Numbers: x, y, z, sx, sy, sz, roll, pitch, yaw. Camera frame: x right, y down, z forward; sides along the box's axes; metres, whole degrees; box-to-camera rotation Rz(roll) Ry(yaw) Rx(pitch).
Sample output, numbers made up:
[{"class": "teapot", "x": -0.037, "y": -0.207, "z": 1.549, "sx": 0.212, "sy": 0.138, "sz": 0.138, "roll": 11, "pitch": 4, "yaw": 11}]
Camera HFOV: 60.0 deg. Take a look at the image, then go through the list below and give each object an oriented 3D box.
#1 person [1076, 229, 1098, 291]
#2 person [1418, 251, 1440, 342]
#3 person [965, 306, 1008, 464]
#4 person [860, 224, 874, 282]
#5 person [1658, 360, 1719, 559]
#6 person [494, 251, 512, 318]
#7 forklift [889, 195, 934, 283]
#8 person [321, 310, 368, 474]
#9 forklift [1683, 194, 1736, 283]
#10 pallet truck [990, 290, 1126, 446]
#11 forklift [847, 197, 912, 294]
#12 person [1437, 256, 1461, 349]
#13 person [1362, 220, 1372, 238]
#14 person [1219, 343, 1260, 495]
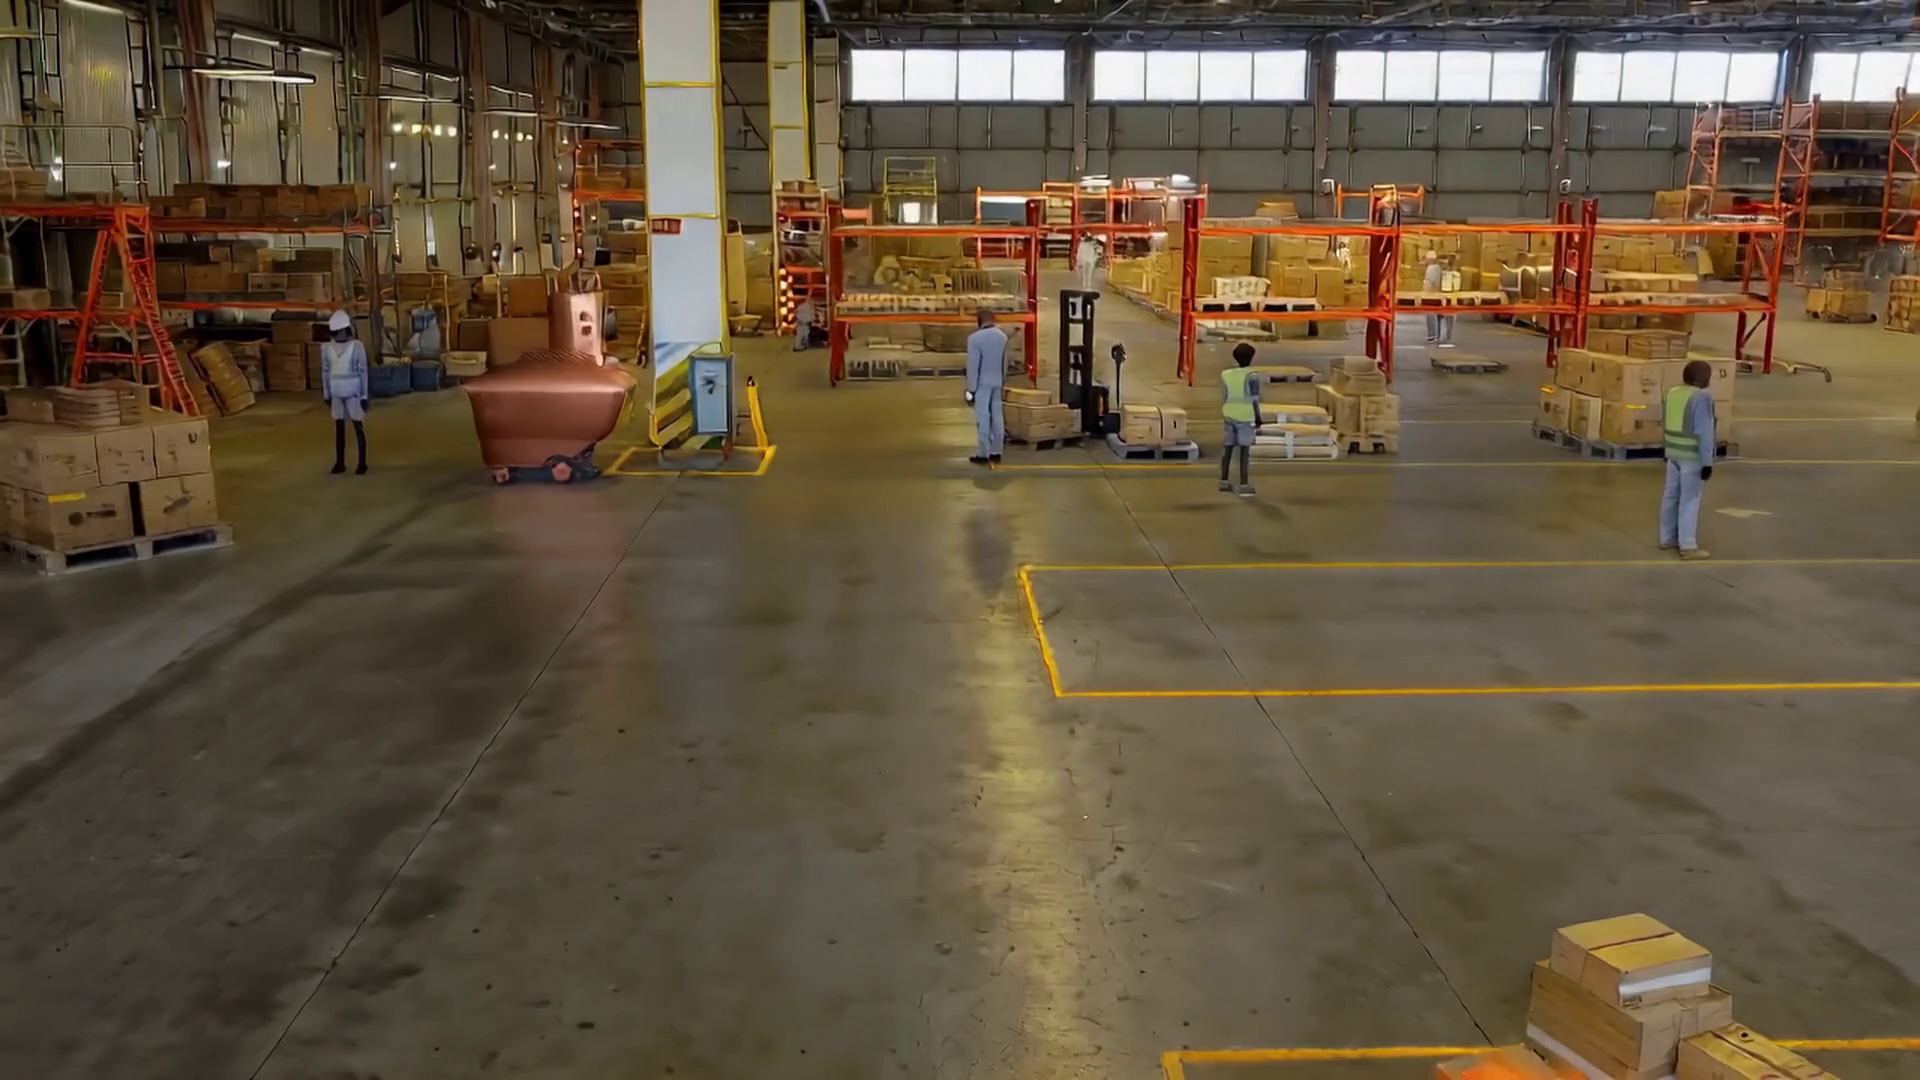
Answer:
[{"class": "person", "x": 3.752, "y": -8.210, "z": 49.057, "sx": 0.647, "sy": 1.893, "sz": 1.011, "roll": 1, "pitch": 13, "yaw": 6}, {"class": "person", "x": 9.915, "y": -5.137, "z": 35.116, "sx": 0.396, "sy": 1.919, "sz": 0.581, "roll": 8, "pitch": 15, "yaw": 31}, {"class": "person", "x": 0.318, "y": -1.898, "z": 20.434, "sx": 0.627, "sy": 1.940, "sz": 0.370, "roll": -11, "pitch": 17, "yaw": -42}, {"class": "person", "x": -2.948, "y": -9.204, "z": 53.460, "sx": 0.641, "sy": 1.920, "sz": 0.602, "roll": -7, "pitch": 14, "yaw": -30}, {"class": "person", "x": 6.794, "y": -0.754, "z": 15.492, "sx": 0.429, "sy": 1.844, "sz": 0.627, "roll": -3, "pitch": 13, "yaw": -13}, {"class": "person", "x": -11.261, "y": -6.261, "z": 40.841, "sx": 0.312, "sy": 1.633, "sz": 0.519, "roll": -10, "pitch": 16, "yaw": -39}, {"class": "forklift", "x": -1.485, "y": -9.378, "z": 52.064, "sx": 1.129, "sy": 2.768, "sz": 1.873, "roll": -4, "pitch": 13, "yaw": -19}, {"class": "person", "x": -7.312, "y": -1.753, "z": 19.770, "sx": 0.544, "sy": 1.943, "sz": 0.347, "roll": 0, "pitch": 12, "yaw": 0}, {"class": "forklift", "x": 24.635, "y": -9.811, "z": 54.016, "sx": 1.129, "sy": 2.768, "sz": 1.873, "roll": -10, "pitch": 16, "yaw": -39}, {"class": "pallet truck", "x": 1.257, "y": -2.299, "z": 22.111, "sx": 1.885, "sy": 1.965, "sz": 0.823, "roll": -9, "pitch": 15, "yaw": -35}, {"class": "forklift", "x": -2.359, "y": -8.634, "z": 48.706, "sx": 1.873, "sy": 2.768, "sz": 1.129, "roll": 0, "pitch": 12, "yaw": -2}, {"class": "person", "x": 9.951, "y": -4.820, "z": 33.780, "sx": 0.355, "sy": 1.876, "sz": 0.574, "roll": -4, "pitch": 13, "yaw": -19}, {"class": "person", "x": 14.455, "y": -10.501, "z": 59.440, "sx": 1.014, "sy": 1.873, "sz": 0.571, "roll": -1, "pitch": 13, "yaw": -4}, {"class": "person", "x": 3.119, "y": -1.351, "z": 18.539, "sx": 0.321, "sy": 1.692, "sz": 0.534, "roll": -11, "pitch": 16, "yaw": -40}]
